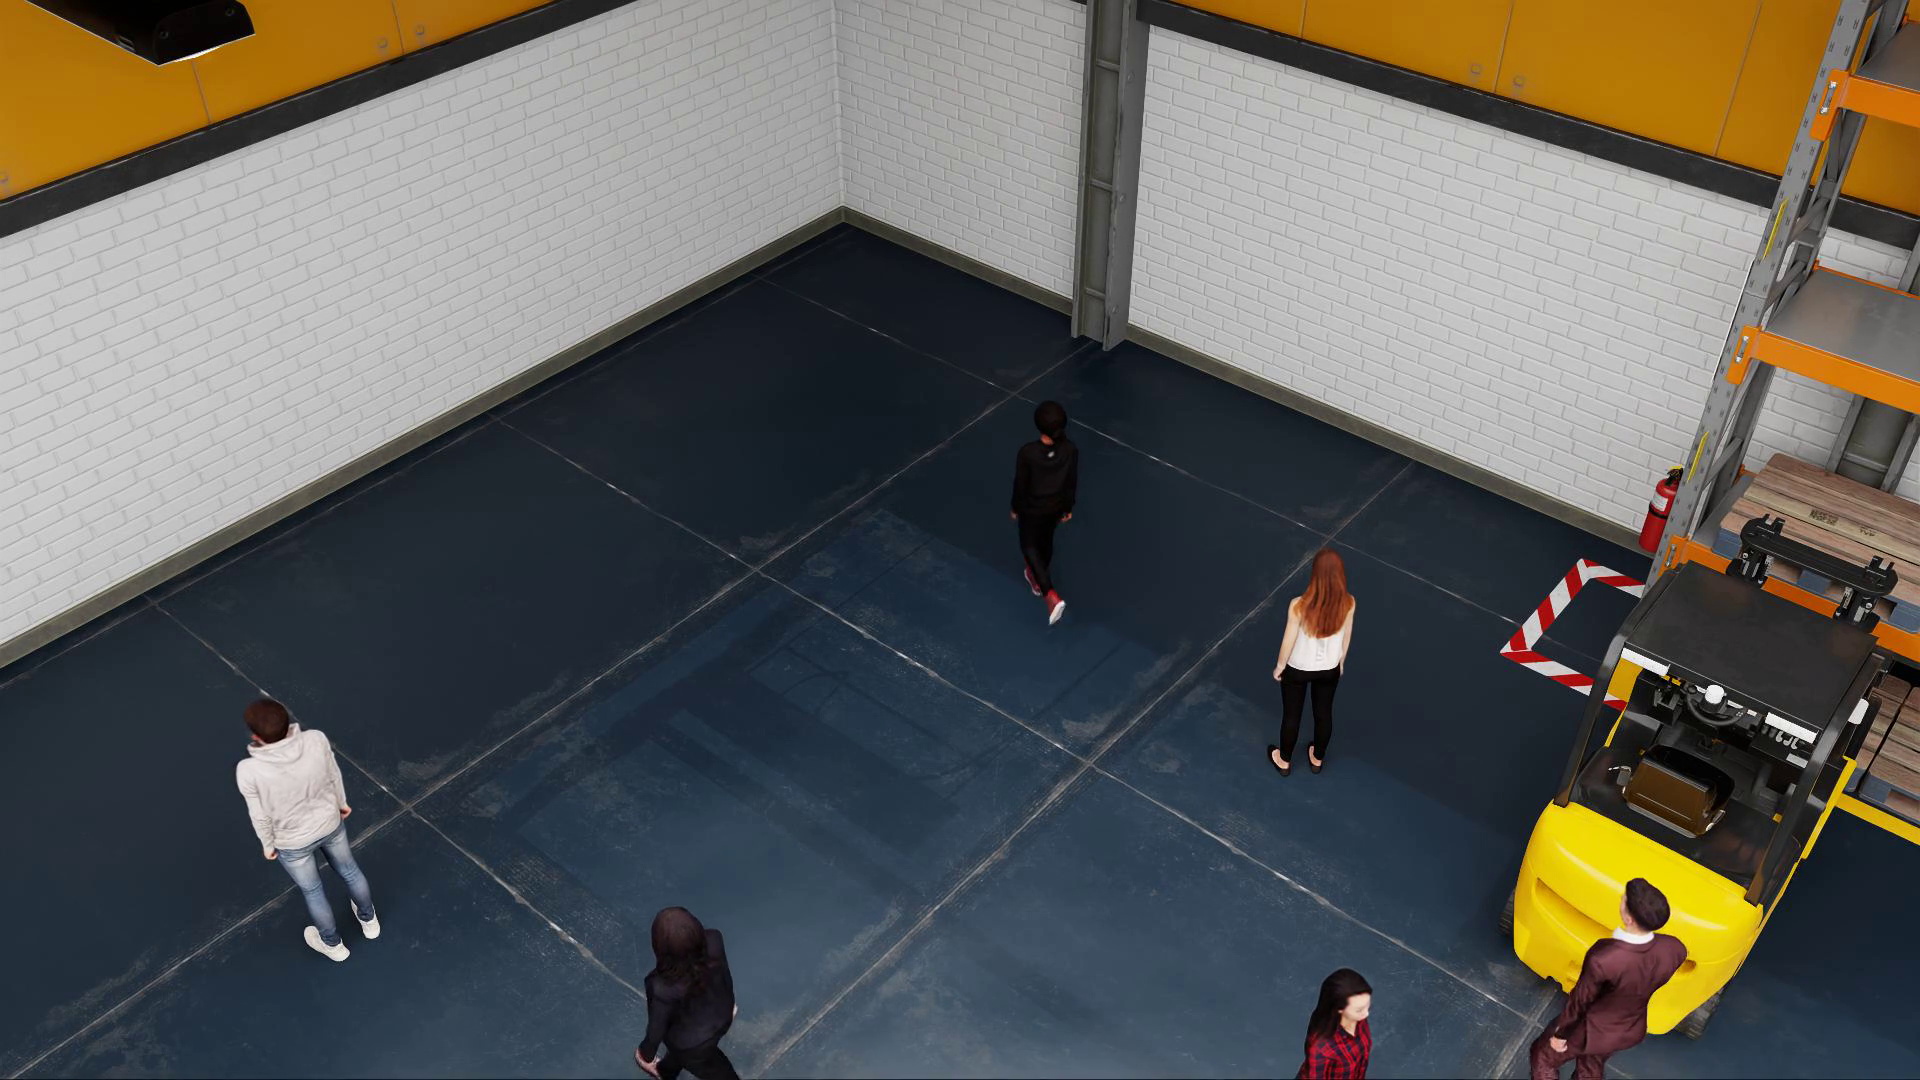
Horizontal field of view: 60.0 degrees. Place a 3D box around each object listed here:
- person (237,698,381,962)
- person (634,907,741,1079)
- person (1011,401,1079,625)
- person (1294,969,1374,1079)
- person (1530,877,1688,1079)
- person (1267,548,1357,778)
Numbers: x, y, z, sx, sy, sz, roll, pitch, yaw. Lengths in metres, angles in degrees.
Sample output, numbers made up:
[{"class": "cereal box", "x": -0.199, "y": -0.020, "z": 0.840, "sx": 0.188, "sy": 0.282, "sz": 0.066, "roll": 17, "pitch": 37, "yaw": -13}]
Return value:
[{"class": "person", "x": -3.495, "y": 1.542, "z": 8.906, "sx": 0.555, "sy": 1.854, "sz": 0.664, "roll": 29, "pitch": 47, "yaw": 31}, {"class": "person", "x": -1.202, "y": 2.399, "z": 8.059, "sx": 1.159, "sy": 1.572, "sz": 0.850, "roll": 15, "pitch": 41, "yaw": 18}, {"class": "person", "x": 0.577, "y": -0.181, "z": 11.218, "sx": 0.898, "sy": 1.661, "sz": 1.065, "roll": -11, "pitch": 40, "yaw": -14}, {"class": "person", "x": 1.693, "y": 2.557, "z": 7.793, "sx": 0.524, "sy": 1.658, "sz": 0.600, "roll": 24, "pitch": 44, "yaw": 27}, {"class": "person", "x": 3.093, "y": 2.318, "z": 7.932, "sx": 0.859, "sy": 1.857, "sz": 0.903, "roll": -8, "pitch": 39, "yaw": -9}, {"class": "person", "x": 2.125, "y": 0.758, "z": 9.997, "sx": 0.644, "sy": 1.718, "sz": 0.703, "roll": -3, "pitch": 39, "yaw": -4}]
